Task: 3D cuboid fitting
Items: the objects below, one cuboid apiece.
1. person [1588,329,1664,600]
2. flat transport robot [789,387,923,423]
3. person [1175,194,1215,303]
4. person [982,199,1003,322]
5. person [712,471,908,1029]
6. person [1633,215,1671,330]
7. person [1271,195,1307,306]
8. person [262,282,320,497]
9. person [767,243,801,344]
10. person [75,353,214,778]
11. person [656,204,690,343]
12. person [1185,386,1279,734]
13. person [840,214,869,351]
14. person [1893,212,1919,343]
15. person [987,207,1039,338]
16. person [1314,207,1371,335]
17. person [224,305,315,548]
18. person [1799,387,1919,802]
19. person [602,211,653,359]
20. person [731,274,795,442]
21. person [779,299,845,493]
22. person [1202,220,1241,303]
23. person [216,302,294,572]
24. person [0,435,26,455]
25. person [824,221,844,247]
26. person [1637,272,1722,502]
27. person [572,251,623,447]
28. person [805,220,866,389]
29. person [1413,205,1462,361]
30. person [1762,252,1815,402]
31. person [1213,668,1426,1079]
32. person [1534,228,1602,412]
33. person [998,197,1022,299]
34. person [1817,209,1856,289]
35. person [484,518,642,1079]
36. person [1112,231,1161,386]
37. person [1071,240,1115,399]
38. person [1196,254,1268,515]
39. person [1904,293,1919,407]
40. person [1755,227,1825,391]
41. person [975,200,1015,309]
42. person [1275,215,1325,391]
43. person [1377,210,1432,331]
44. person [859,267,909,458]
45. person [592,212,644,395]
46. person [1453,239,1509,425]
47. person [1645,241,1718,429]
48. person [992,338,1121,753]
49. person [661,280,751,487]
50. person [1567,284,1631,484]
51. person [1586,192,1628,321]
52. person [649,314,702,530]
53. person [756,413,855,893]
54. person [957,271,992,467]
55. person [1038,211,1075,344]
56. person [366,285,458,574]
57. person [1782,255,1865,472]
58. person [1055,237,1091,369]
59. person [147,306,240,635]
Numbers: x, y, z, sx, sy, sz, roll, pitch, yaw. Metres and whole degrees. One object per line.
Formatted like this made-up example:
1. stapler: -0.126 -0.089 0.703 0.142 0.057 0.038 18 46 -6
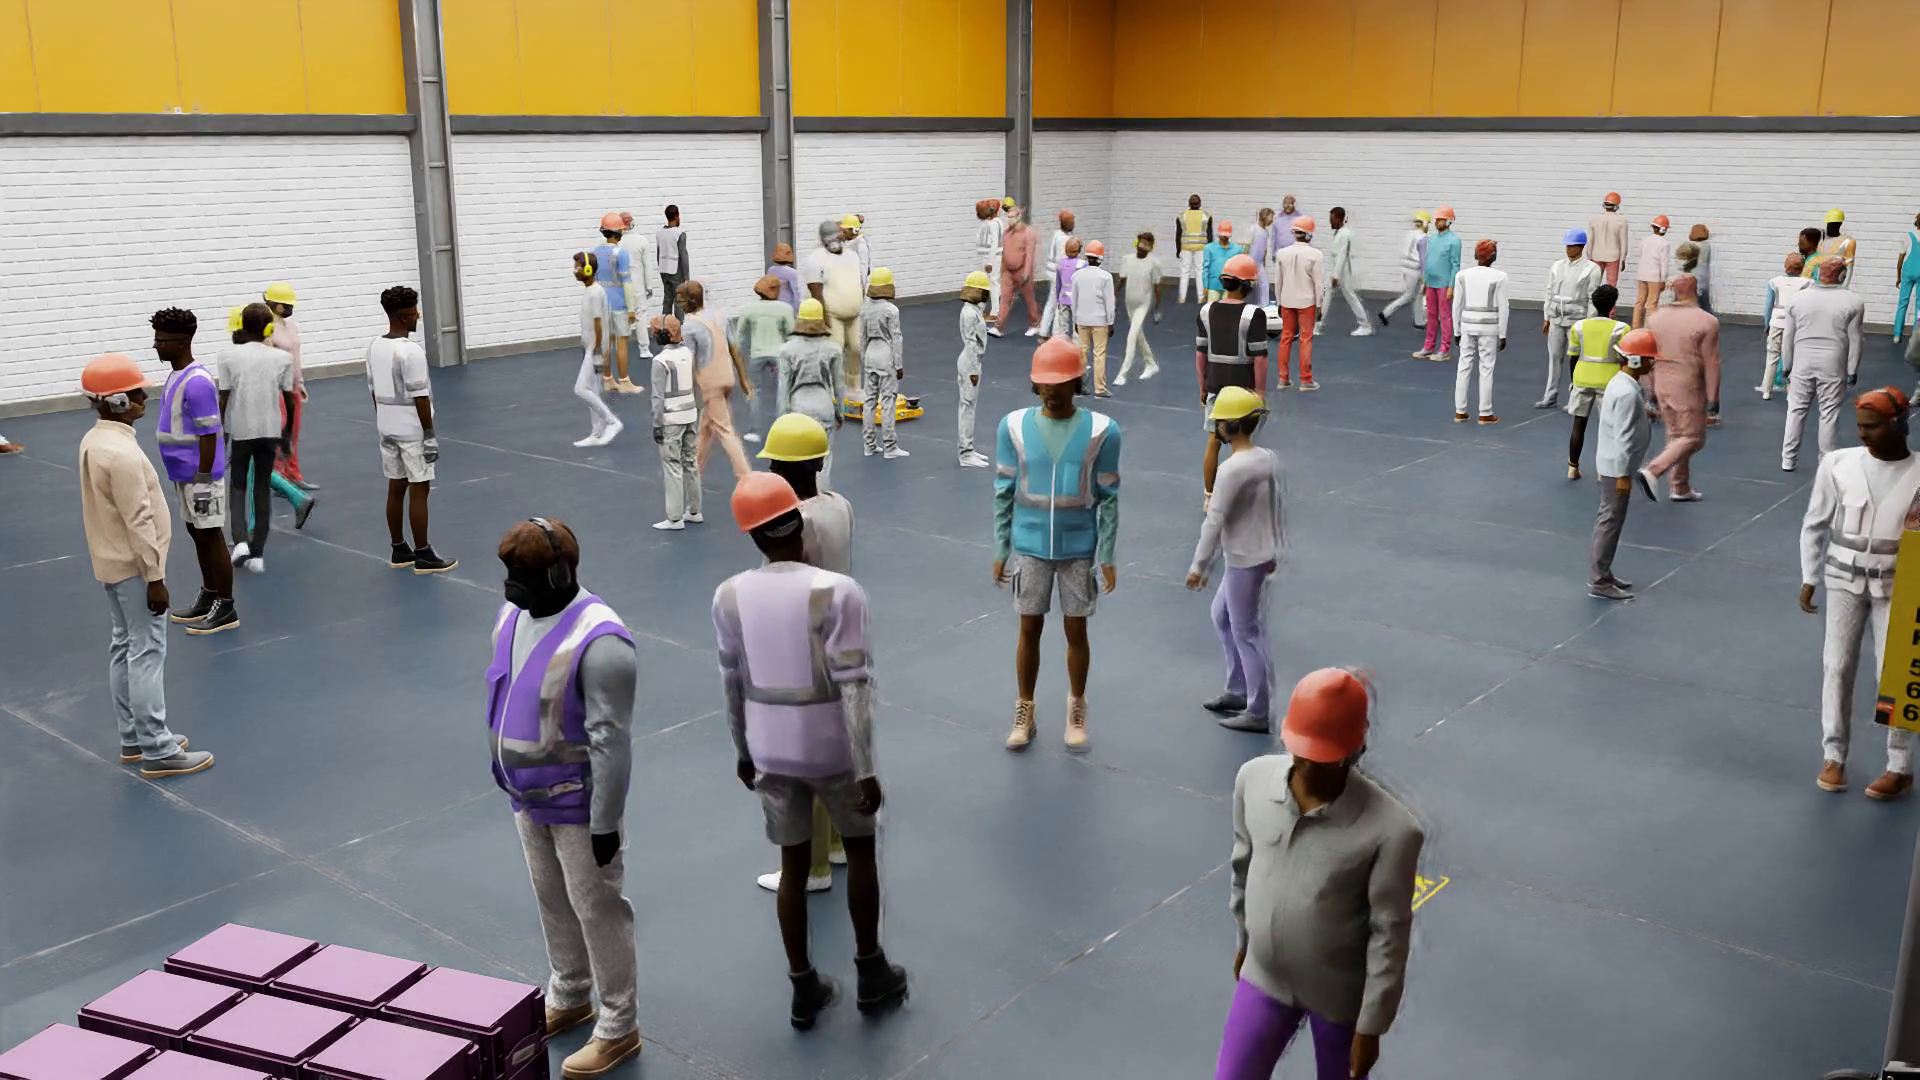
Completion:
1. person: 4.290 -0.491 10.741 0.346 1.745 0.566 5 15 18
2. flat transport robot: -1.141 -1.441 17.521 1.431 0.197 0.652 11 18 38
3. person: 4.029 -4.974 28.458 0.694 1.845 0.431 2 14 7
4. person: 0.506 -4.332 25.806 0.355 1.883 0.575 1 14 5
5. person: -0.502 0.717 5.629 0.691 1.881 0.396 4 15 17
6. person: 9.961 -3.774 23.868 0.371 1.742 0.558 -5 15 -21
7. person: 5.536 -4.860 27.964 0.640 1.866 0.998 4 15 17
8. person: -5.540 -1.236 13.681 0.318 1.764 0.522 2 14 6
9. person: -2.089 -2.722 19.872 0.500 1.636 0.280 11 18 38
10. person: -3.854 0.122 7.775 0.375 1.997 0.611 -12 19 -41
11. person: -4.004 -3.716 23.267 0.591 1.922 0.392 11 18 38
12. person: 1.379 0.102 8.372 0.569 1.745 0.555 7 16 27
13. person: -1.469 -3.476 22.487 0.404 1.833 0.589 -9 17 -33
14. person: 13.310 -3.649 23.153 0.506 1.847 0.345 11 18 38
15. person: 0.795 -3.815 23.789 0.657 1.852 0.998 12 18 39
16. person: 5.513 -3.877 24.058 1.042 1.860 0.601 0 14 -1
17. person: -5.097 -0.842 12.120 0.613 1.745 0.543 -9 17 -31
18. person: 4.120 0.243 7.554 0.612 1.865 0.500 12 19 40
19. person: -4.313 -3.308 21.663 0.639 1.911 0.406 -1 14 -2
20. person: -1.894 -1.734 15.975 0.640 1.618 0.428 -2 14 -8
21. person: -1.133 -0.983 12.737 0.500 1.721 0.664 -2 14 -7
22. person: 3.569 -3.472 22.651 0.563 1.742 0.339 -2 14 -9
23. person: -4.812 -0.696 11.367 0.572 1.835 0.401 -9 17 -33
24. person: -9.209 -1.647 15.063 1.021 1.895 0.640 -7 16 -26
25. person: -1.794 -3.905 24.655 0.499 1.612 0.511 8 16 29
26. person: 5.758 -1.198 13.302 0.735 1.874 0.664 -6 15 -22
27. person: -3.489 -1.775 15.642 0.390 1.856 0.566 -5 15 -20
28. person: -1.316 -2.532 18.293 0.707 2.000 0.542 -11 18 -37
29. person: 6.215 -3.329 21.566 0.375 1.997 0.611 -6 15 -24
30. person: 9.118 -2.338 18.319 0.514 1.645 0.309 11 18 38
31. person: 0.837 1.146 4.272 0.882 1.699 0.571 -14 19 -43
32. person: 6.483 -2.338 17.704 0.386 1.948 0.605 -11 18 -37
33. person: 0.845 -5.102 29.114 0.525 1.772 0.306 11 18 38
34. person: 11.474 -3.401 21.993 0.369 1.928 0.586 -9 16 -31
35. person: -1.274 0.819 5.332 0.430 1.836 0.630 -14 19 -43
36. person: 2.125 -2.757 19.680 0.556 1.805 0.992 11 18 38
37. person: 1.499 -2.461 18.584 0.563 1.755 0.321 11 18 38
38. person: 2.114 -1.178 12.875 0.607 2.044 0.379 11 18 38
39. person: 10.486 -2.336 17.943 0.470 1.826 0.583 -1 14 -4
40. person: 9.674 -2.611 18.934 0.906 1.887 0.602 3 14 12
41. person: 0.494 -4.484 26.515 0.766 1.849 0.612 -2 14 -8
42. person: 3.907 -2.716 19.121 0.612 1.995 0.382 11 18 38
43. person: 6.645 -3.976 24.597 0.762 1.786 0.618 0 14 1
44. person: -0.705 -1.624 15.268 0.487 1.744 0.297 11 18 38
45. person: -3.882 -2.663 18.801 0.607 2.048 0.368 11 18 38
46. person: 5.304 -2.119 16.961 0.575 1.883 0.355 11 18 38
47. person: 7.246 -2.052 16.705 0.937 1.875 0.704 4 15 16
48. person: 0.469 0.040 8.107 0.633 2.054 0.581 2 14 9
49. person: -2.046 -1.250 13.713 0.954 1.771 0.581 8 16 28
50. person: 5.427 -1.323 14.151 0.535 1.700 0.318 11 18 38
51. person: 9.942 -4.328 25.564 0.612 1.995 0.382 11 18 38
52. person: -2.148 -0.884 12.538 0.315 1.634 0.518 6 15 22
53. person: -0.617 0.454 6.591 0.366 1.927 0.588 4 15 17
54. person: 0.133 -1.536 14.927 0.312 1.738 0.483 0 14 2
55. person: 1.318 -3.628 23.064 0.525 1.857 0.654 0 14 2
56. person: -3.754 -0.746 11.307 0.607 1.966 0.367 11 18 38
57. person: 7.512 -1.519 14.516 0.641 1.908 0.407 11 18 38
58. person: 1.406 -2.938 20.717 0.514 1.645 0.309 11 18 38
59. person: -4.610 -0.418 9.998 0.367 1.966 0.606 -11 18 -37
